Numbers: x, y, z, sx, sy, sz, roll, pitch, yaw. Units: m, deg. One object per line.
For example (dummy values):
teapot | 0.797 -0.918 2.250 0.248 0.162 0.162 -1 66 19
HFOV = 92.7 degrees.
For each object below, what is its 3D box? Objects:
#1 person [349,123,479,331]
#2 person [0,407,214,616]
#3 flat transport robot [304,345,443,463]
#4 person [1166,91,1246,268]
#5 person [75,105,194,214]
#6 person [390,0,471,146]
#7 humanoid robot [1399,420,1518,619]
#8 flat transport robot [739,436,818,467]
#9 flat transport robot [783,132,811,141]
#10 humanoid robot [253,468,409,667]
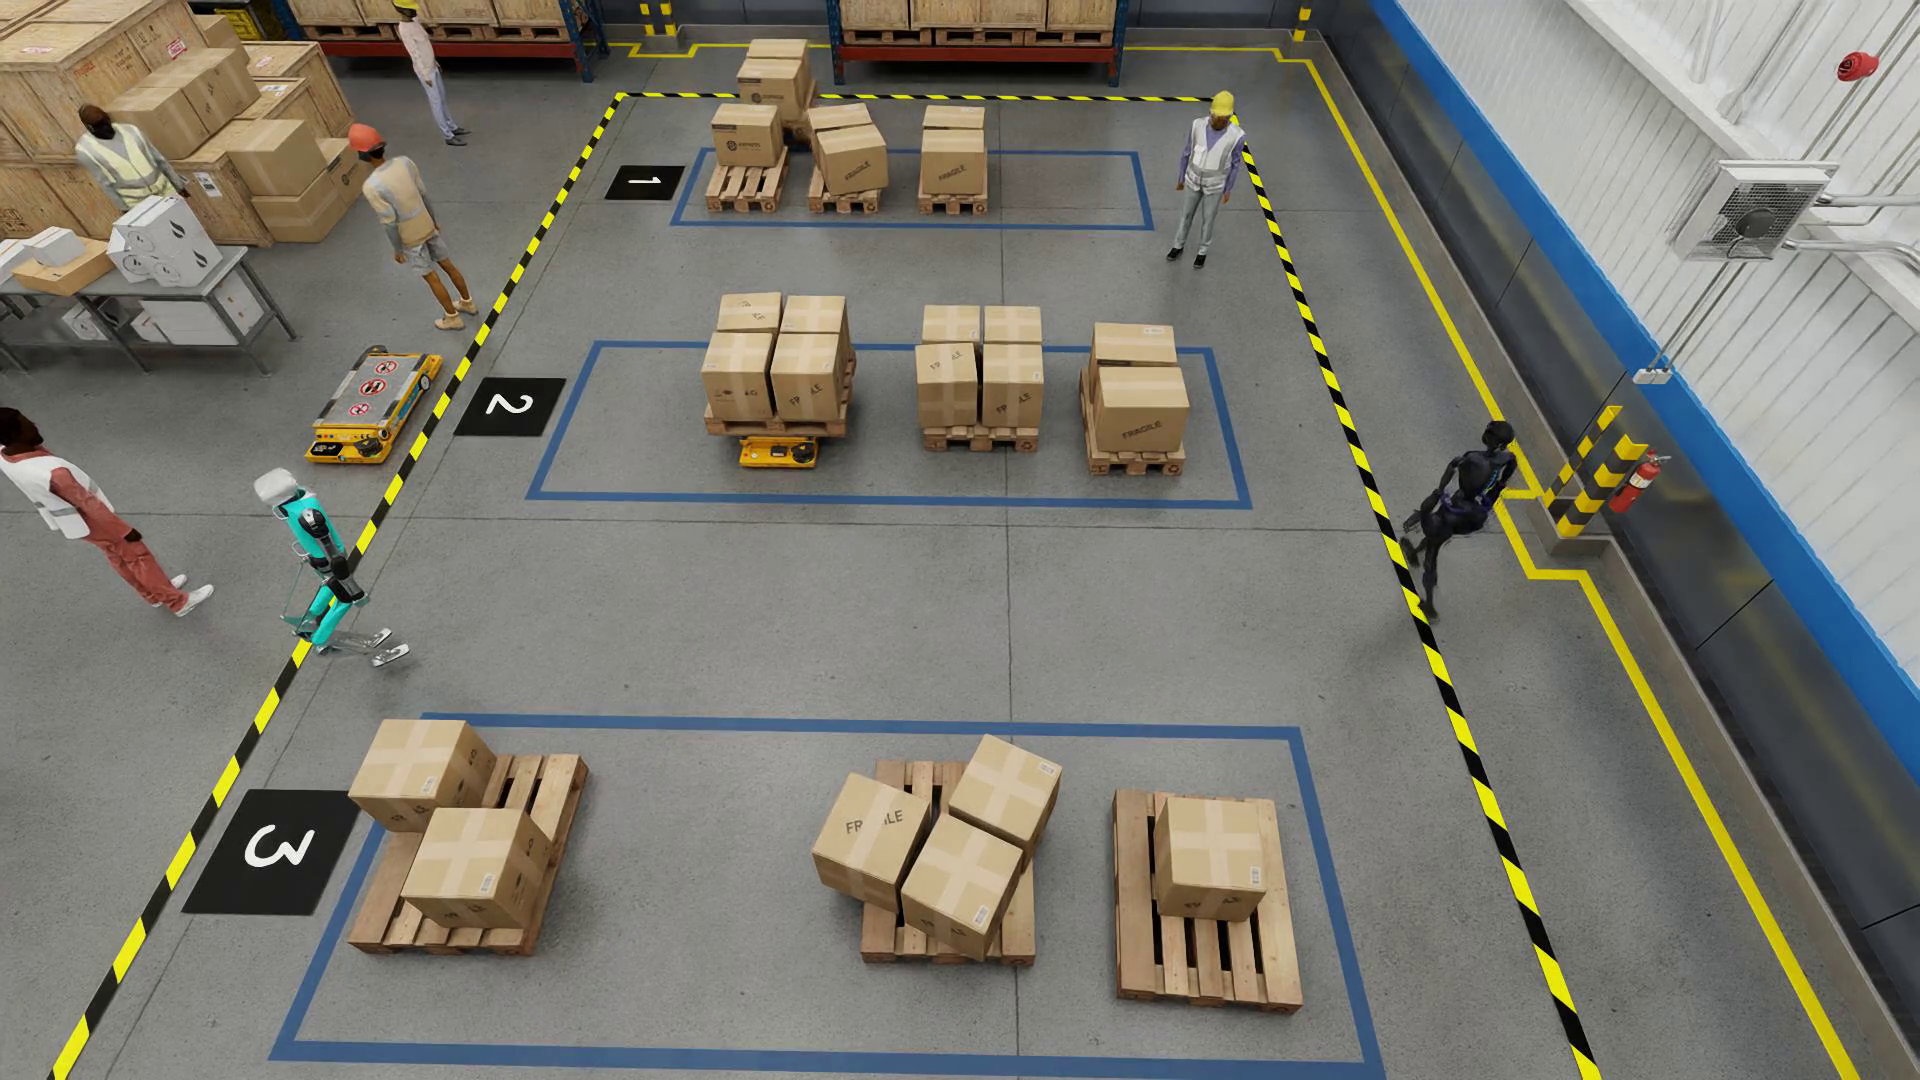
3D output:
person | -5.174 -2.911 8.669 0.377 2.045 0.604 13 51 10
person | -6.077 -0.143 6.417 0.580 1.911 0.393 20 53 16
flat transport robot | -5.383 -1.269 8.441 0.659 0.231 1.431 1 50 1
person | 2.533 -3.700 9.473 0.600 1.830 0.404 24 54 19
person | -8.224 -3.506 9.313 0.463 1.828 0.636 30 56 23
person | -6.533 -5.801 11.297 0.322 1.763 0.523 -7 50 -6
humanoid robot | 3.591 -0.182 6.641 0.612 1.634 0.795 -7 50 -6
flat transport robot | -1.582 -1.235 8.394 0.652 0.197 1.431 1 50 1
flat transport robot | -2.257 -5.430 11.943 1.431 0.197 0.652 1 50 1
humanoid robot | -4.299 0.306 6.057 0.533 1.677 0.735 35 58 26
